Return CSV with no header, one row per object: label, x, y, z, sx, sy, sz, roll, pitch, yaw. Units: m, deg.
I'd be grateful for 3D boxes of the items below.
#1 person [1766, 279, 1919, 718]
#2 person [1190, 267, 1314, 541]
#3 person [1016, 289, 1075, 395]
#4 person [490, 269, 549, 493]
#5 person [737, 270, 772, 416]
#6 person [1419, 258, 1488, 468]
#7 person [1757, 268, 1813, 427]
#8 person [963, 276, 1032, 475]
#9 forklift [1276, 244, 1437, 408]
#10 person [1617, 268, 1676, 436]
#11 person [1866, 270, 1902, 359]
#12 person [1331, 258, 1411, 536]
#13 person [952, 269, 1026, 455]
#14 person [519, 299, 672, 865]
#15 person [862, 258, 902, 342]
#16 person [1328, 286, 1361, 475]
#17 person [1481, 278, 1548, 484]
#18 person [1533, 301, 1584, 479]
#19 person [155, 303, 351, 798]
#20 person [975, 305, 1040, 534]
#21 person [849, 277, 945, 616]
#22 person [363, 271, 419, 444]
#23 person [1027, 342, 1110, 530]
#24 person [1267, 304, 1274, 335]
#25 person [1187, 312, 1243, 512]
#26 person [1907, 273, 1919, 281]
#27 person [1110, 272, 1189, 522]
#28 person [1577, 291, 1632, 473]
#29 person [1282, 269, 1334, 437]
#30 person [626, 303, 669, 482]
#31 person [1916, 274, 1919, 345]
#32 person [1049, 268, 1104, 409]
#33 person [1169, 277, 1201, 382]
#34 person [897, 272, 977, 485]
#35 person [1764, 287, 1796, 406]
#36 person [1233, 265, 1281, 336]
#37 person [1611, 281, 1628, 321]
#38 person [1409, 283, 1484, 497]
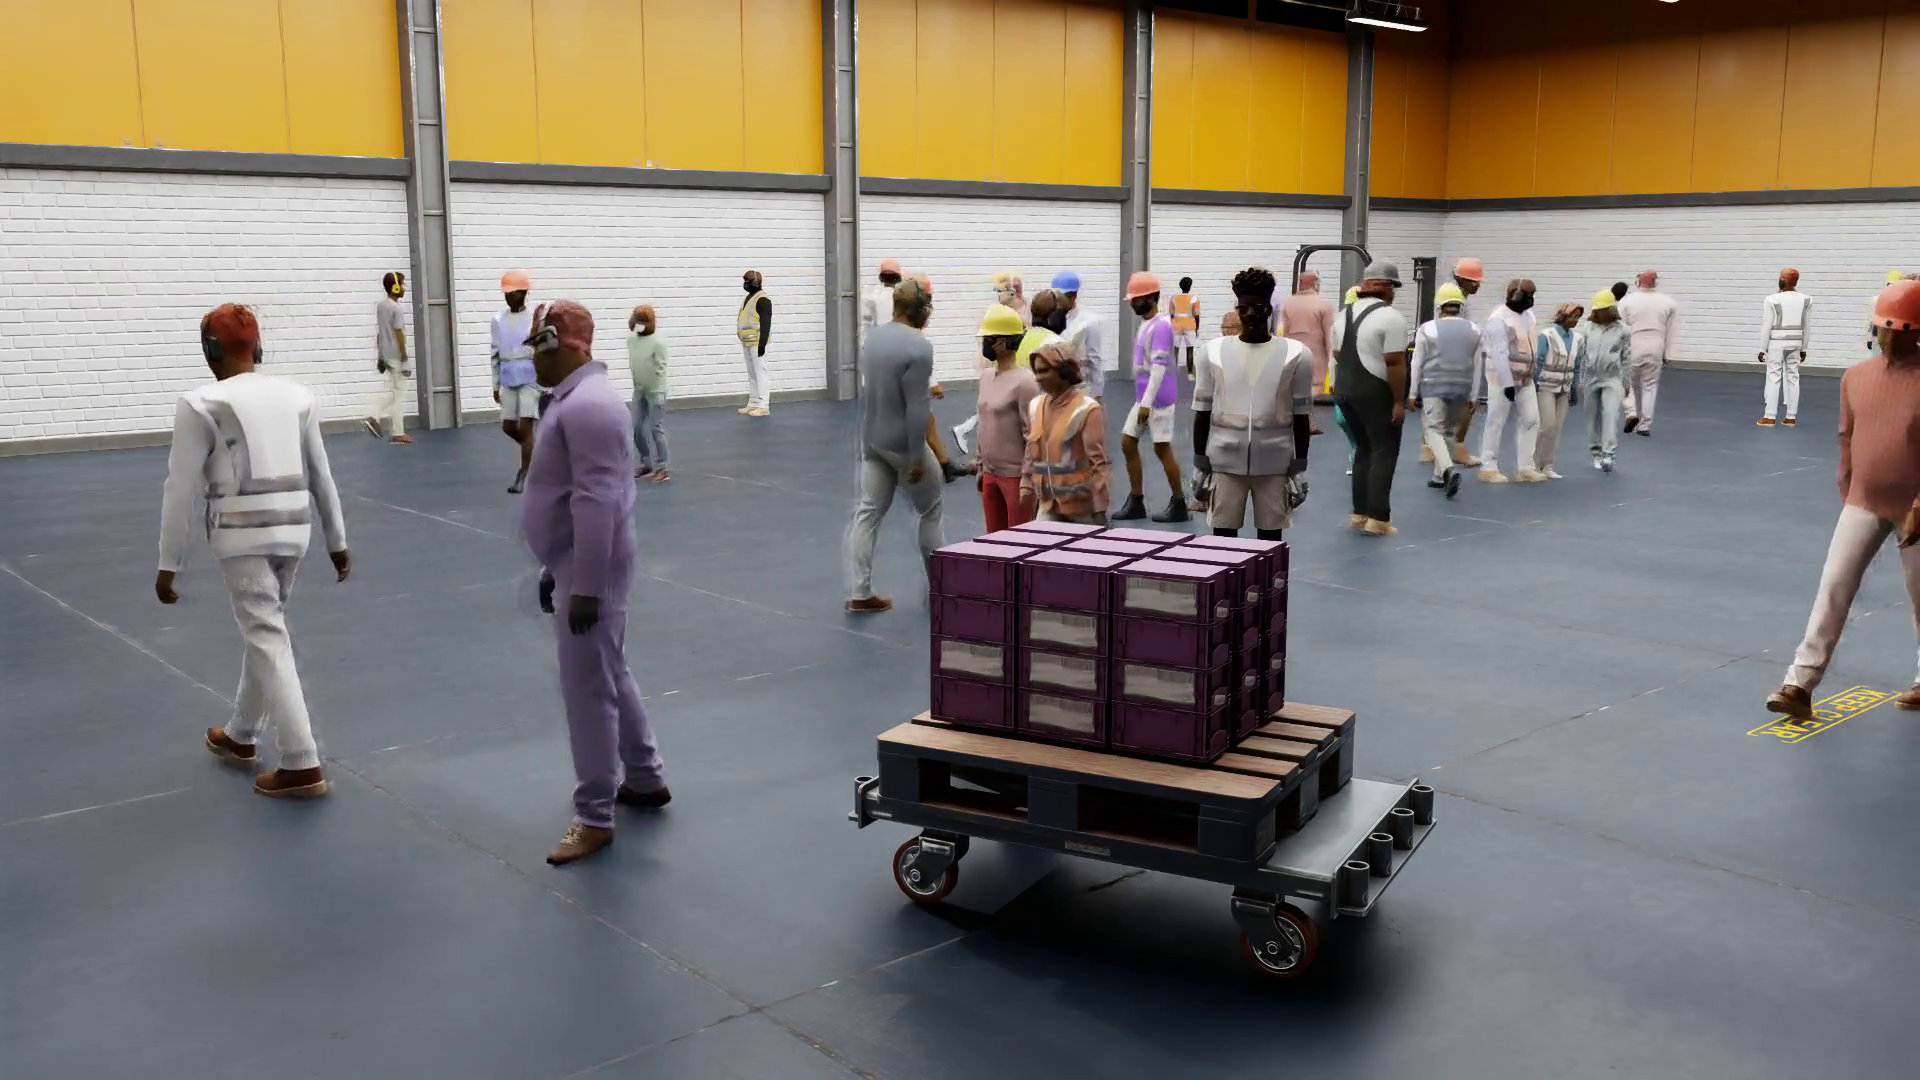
person,4.041,-0.158,7.238,1.027,1.926,0.592,-6,11,-32
person,1.467,-0.385,8.414,0.610,1.965,0.364,2,10,12
person,0.523,-0.615,10.196,0.617,1.817,0.658,-8,12,-38
person,-3.776,-1.385,14.412,0.552,1.917,0.710,2,10,13
person,-2.619,-2.502,21.170,0.429,1.844,0.627,-5,11,-29
person,4.758,-1.680,15.905,0.689,2.001,0.643,3,10,16
person,9.771,-2.277,19.727,0.575,1.884,0.355,0,10,-1
person,0.520,-1.503,15.339,1.075,1.853,0.632,1,10,5
forklift,5.256,-2.933,22.661,2.313,2.155,1.214,3,10,16
person,7.694,-2.113,18.761,0.653,1.895,0.424,1,10,6
person,13.005,-2.849,23.267,0.591,1.825,0.403,3,10,17
person,3.052,-1.075,12.236,0.549,2.000,0.726,-4,11,-23
person,0.339,-1.752,16.625,0.732,1.903,0.589,0,10,-1
person,-1.265,0.115,5.755,0.484,1.881,0.790,-2,10,-13
person,-0.804,-2.161,18.712,0.602,2.010,0.965,0,10,-1
person,3.721,-1.491,15.523,0.534,1.750,0.563,6,11,32
person,4.937,-1.384,14.665,0.652,1.821,0.704,-6,12,-33
person,5.375,-1.348,15.045,0.525,1.616,0.376,-5,11,-27
person,-2.739,0.026,6.359,0.943,1.833,0.692,6,11,29
person,0.233,-0.344,8.758,0.330,1.769,0.526,-6,11,-30
person,-0.268,-0.527,9.453,0.928,1.888,0.656,-9,13,-41
person,-6.120,-1.951,17.895,0.464,1.858,0.520,-8,13,-39
person,0.496,-0.142,8.023,0.804,1.592,0.630,-9,13,-41
person,3.496,-2.236,19.673,0.709,1.824,0.511,-2,10,-13
person,2.222,-1.008,13.151,0.842,1.593,0.507,0,10,0
person,12.306,-2.582,21.768,0.874,1.808,0.566,-2,10,-10
person,1.481,-1.071,12.627,0.594,1.904,0.590,-2,10,-13
person,5.981,-1.462,15.509,0.514,1.681,0.935,4,11,24
person,3.866,-2.075,18.553,0.791,1.886,0.651,-8,12,-38
person,-2.766,-1.311,14.861,0.517,1.604,0.453,6,12,33
person,8.845,-1.533,15.298,0.622,1.915,0.531,-1,10,-6
person,0.947,-1.222,13.420,0.633,1.928,0.710,8,13,41
person,3.623,-3.401,26.886,0.529,1.690,0.321,4,10,20
person,-0.378,-1.398,14.593,1.031,1.875,0.551,0,10,-3
person,11.158,-2.635,22.538,0.307,1.641,0.513,-9,13,-42
person,3.590,-2.412,20.472,0.641,1.900,0.934,-2,10,-11
person,9.125,-2.756,23.131,0.530,1.674,0.737,8,12,37
person,4.104,-1.262,14.027,0.598,1.805,0.804,-1,10,-5
